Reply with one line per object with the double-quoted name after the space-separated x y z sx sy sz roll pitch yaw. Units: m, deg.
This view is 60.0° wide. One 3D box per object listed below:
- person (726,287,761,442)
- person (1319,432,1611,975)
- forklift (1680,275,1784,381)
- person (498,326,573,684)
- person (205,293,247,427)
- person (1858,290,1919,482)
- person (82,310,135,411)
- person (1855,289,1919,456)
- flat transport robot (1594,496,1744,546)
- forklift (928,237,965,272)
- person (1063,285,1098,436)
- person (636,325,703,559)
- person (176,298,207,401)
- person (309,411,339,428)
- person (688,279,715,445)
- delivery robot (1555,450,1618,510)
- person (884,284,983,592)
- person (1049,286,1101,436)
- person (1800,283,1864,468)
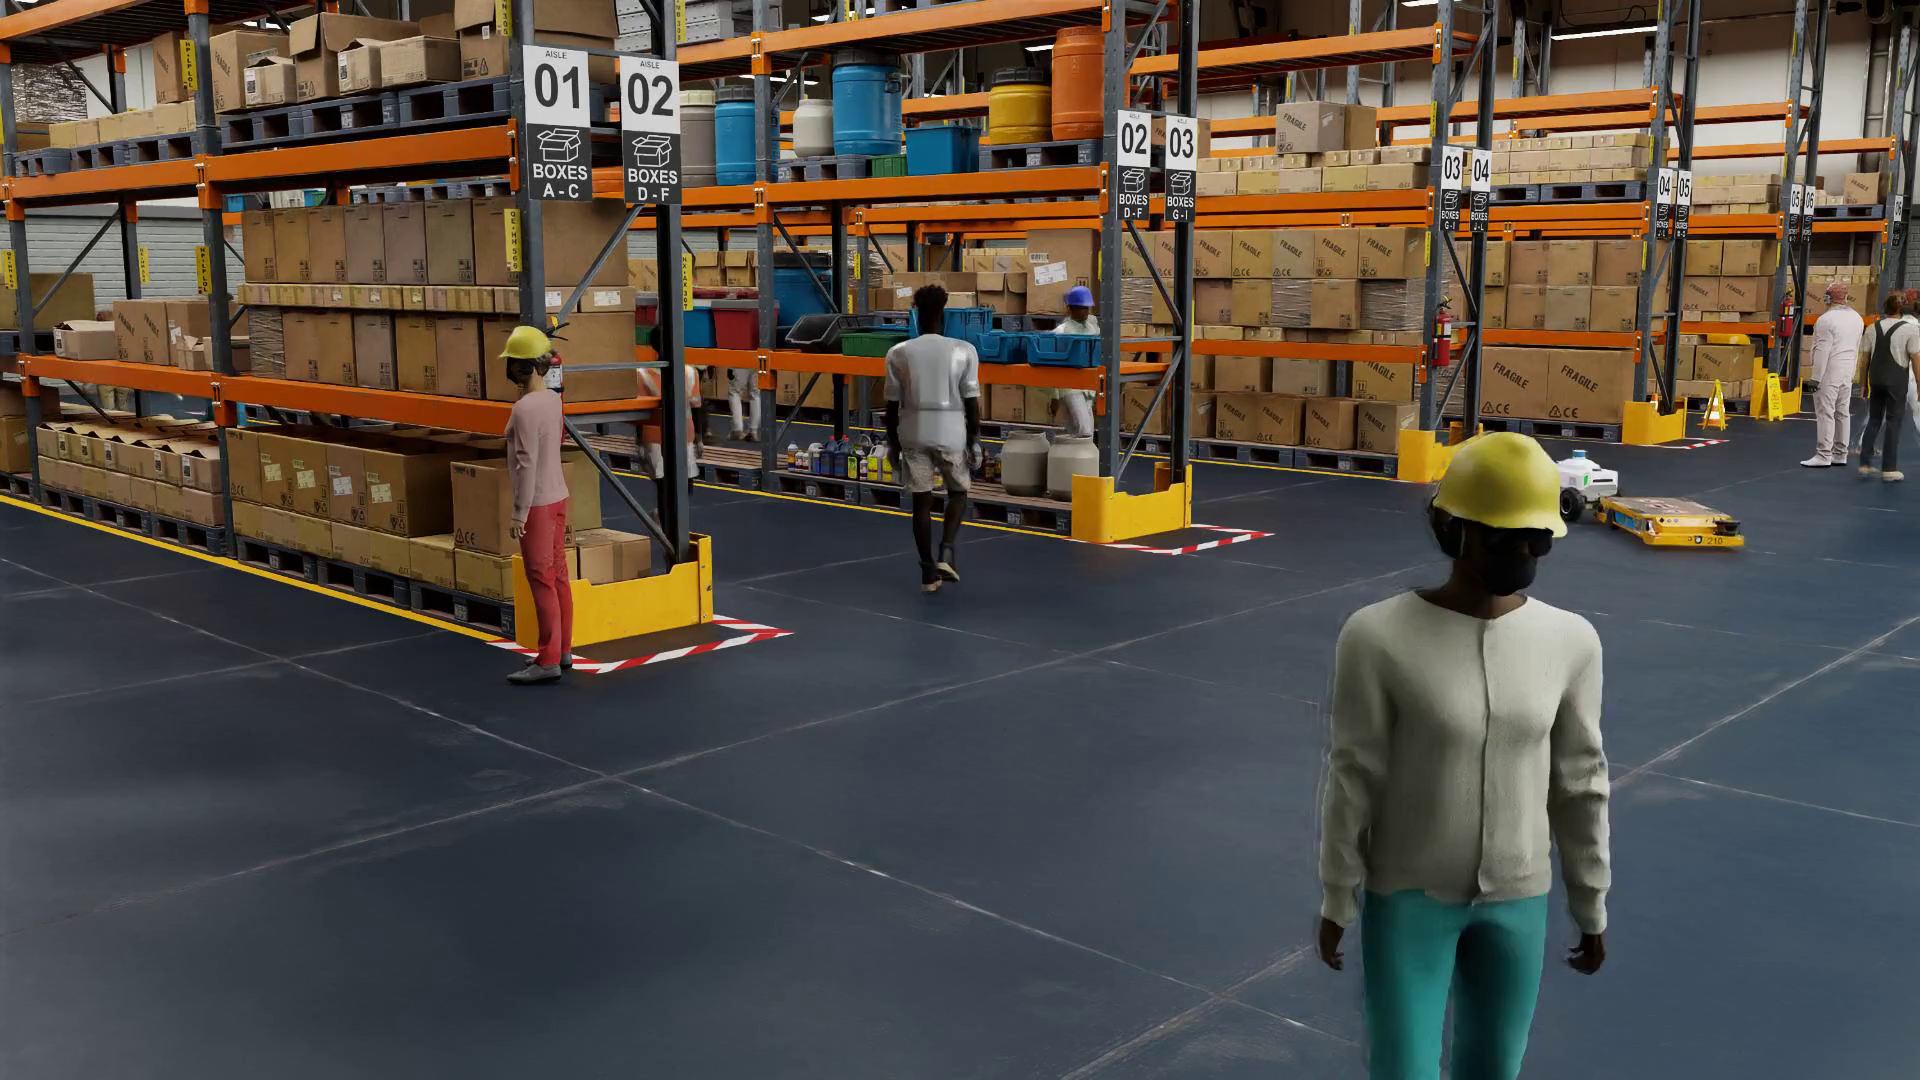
-2.514 -2.075 19.737 0.651 1.839 0.456 -7 12 -38 "person"
0.950 0.667 3.131 0.552 1.752 0.352 -1 9 -9 "person"
12.480 -3.427 27.053 1.214 2.155 2.313 9 13 43 "forklift"
-2.122 -0.179 8.315 0.305 1.771 0.525 0 9 3 "person"
-7.907 -1.752 17.831 0.575 1.816 0.848 -7 12 -39 "person"
9.032 -1.491 16.134 0.393 1.842 0.524 -5 11 -29 "person"
-9.144 -1.658 17.861 0.695 1.606 0.519 9 13 43 "person"
10.296 -1.796 18.054 0.980 1.828 0.598 4 10 22 "person"
5.472 -0.160 12.903 0.652 0.197 1.431 1 9 4 "flat transport robot"
-0.326 -5.817 39.609 1.129 2.768 1.873 9 13 43 "forklift"
1.276 -1.829 18.114 0.510 1.874 0.328 -9 13 -43 "person"
-2.109 -0.715 11.881 0.542 1.677 0.644 -6 11 -35 "person"
-11.829 -2.948 25.793 0.737 1.605 0.506 -4 10 -24 "person"
-7.147 -1.925 18.558 0.728 1.923 0.543 9 13 43 "person"
-3.095 -2.005 18.851 0.612 1.979 0.426 -9 13 -43 "person"
5.158 -0.509 13.891 0.477 0.478 0.707 -2 9 -13 "delivery robot"
-0.165 -0.645 10.594 0.644 1.953 0.420 1 9 7 "person"
1.073 -1.376 15.251 0.992 1.906 0.600 9 13 43 "person"
9.037 -1.709 17.276 0.651 1.904 0.401 -5 11 -28 "person"
